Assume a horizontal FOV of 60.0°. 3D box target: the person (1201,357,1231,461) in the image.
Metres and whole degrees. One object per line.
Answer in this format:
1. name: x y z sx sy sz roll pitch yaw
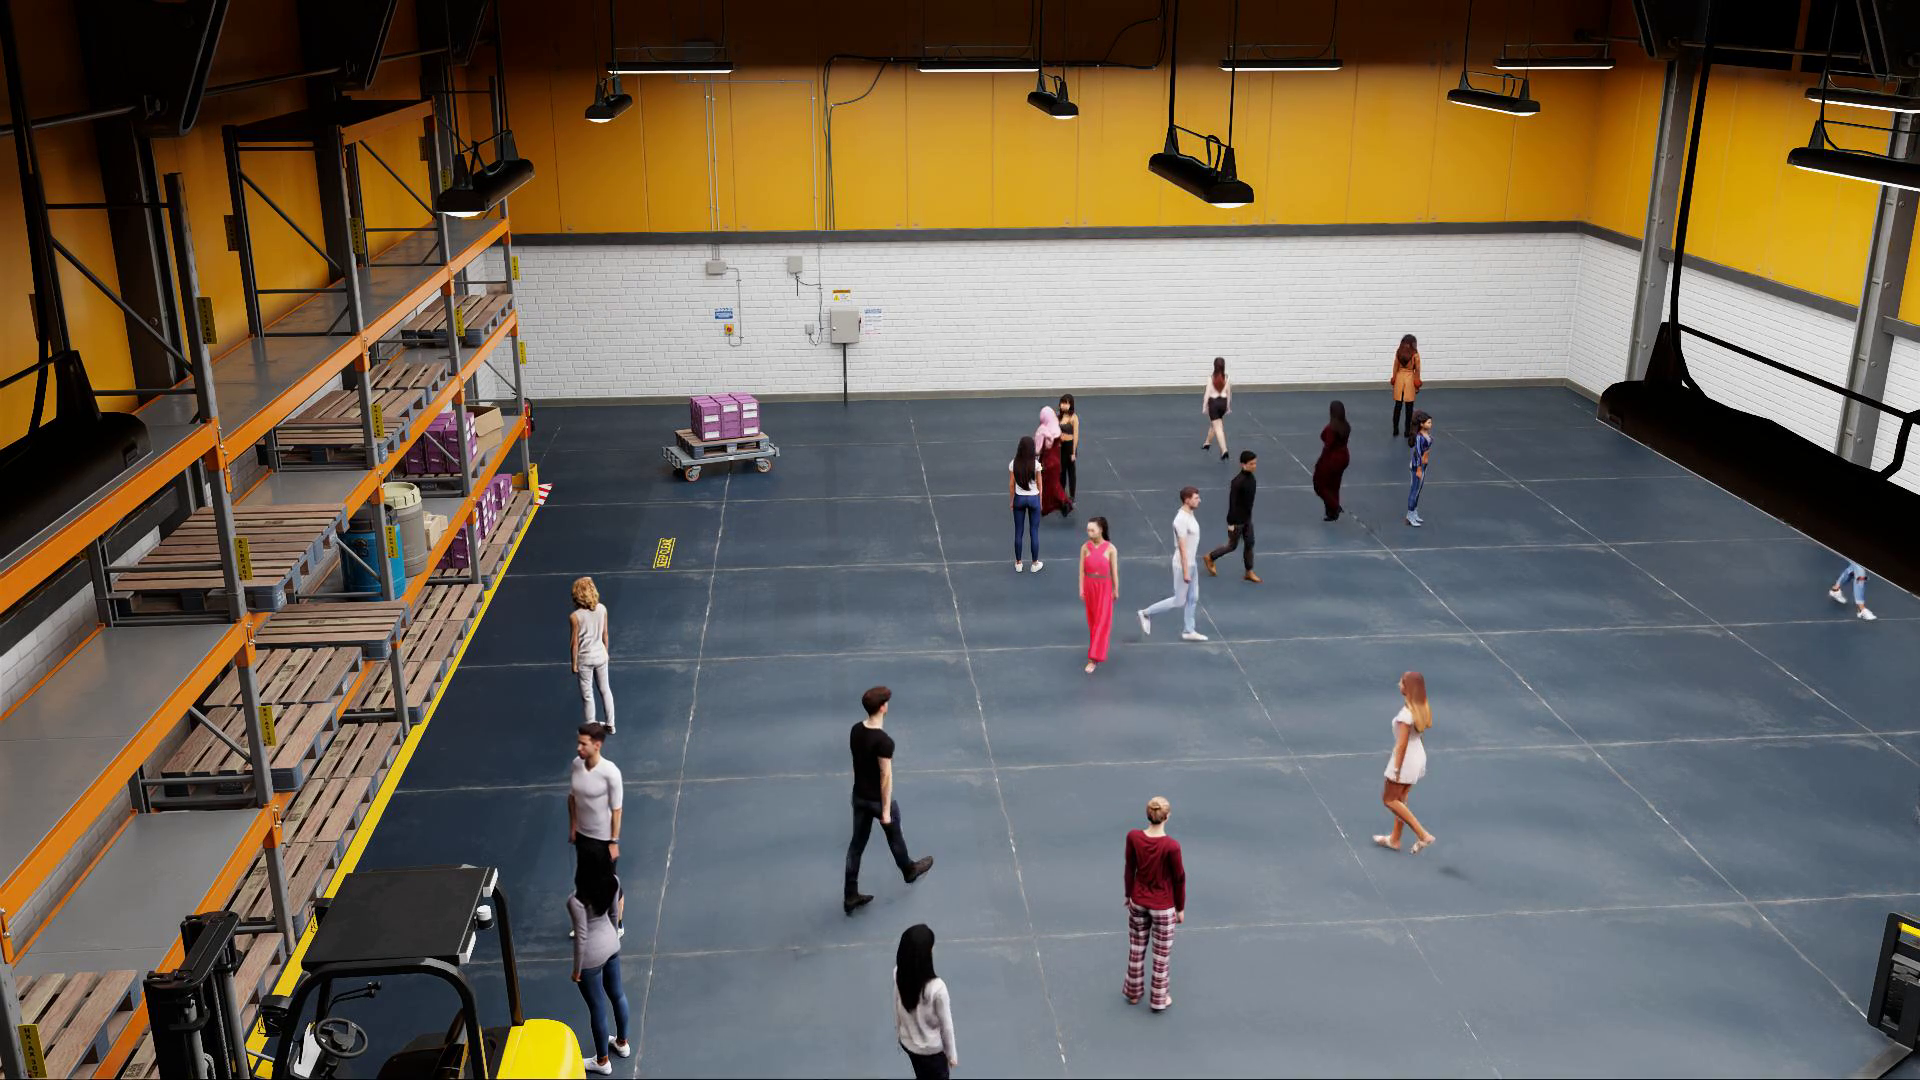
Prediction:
1. person: 4.072 -2.025 26.140 0.786 1.602 1.127 -7 20 -20

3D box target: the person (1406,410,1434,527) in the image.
1. person: 6.368 -1.002 23.081 0.756 1.617 0.654 9 21 25

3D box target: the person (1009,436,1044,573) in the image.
1. person: 0.850 -0.457 21.213 0.650 1.776 0.617 4 19 13

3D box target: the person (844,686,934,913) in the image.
1. person: -0.769 2.129 13.413 1.206 1.853 1.230 17 25 42

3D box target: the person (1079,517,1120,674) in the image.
1. person: 1.535 0.567 18.333 0.914 1.672 1.198 6 20 18

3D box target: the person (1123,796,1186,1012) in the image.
1. person: 1.407 2.636 12.147 0.688 1.701 0.700 10 21 28

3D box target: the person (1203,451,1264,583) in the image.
1. person: 3.450 -0.305 20.890 1.140 1.693 1.075 14 23 36

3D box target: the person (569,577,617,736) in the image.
1. person: -3.665 1.169 16.554 0.734 1.668 0.678 16 24 39

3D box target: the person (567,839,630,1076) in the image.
1. person: -2.478 2.853 11.448 0.746 1.736 0.645 10 21 27

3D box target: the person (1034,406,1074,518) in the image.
1. person: 1.273 -1.047 23.206 0.926 1.623 1.053 -14 23 -35

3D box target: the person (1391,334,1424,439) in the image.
1. person: 7.386 -2.565 27.561 0.779 1.720 0.827 13 22 33

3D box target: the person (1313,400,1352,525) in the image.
1. person: 5.259 -1.047 23.017 0.897 1.742 0.839 17 25 40

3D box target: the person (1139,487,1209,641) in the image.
1. person: 2.459 0.293 18.901 0.975 1.830 1.064 6 19 17

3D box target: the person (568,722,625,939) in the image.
1. person: -2.834 2.274 12.986 0.752 1.851 0.785 12 22 32

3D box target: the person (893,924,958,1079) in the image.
1. person: -0.279 3.212 10.459 0.950 1.686 0.984 17 25 42

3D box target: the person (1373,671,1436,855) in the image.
1. person: 3.896 1.939 14.248 0.922 1.680 0.852 16 24 39

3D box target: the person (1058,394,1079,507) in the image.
1. person: 1.541 -1.307 23.942 0.610 1.644 0.677 16 24 40
